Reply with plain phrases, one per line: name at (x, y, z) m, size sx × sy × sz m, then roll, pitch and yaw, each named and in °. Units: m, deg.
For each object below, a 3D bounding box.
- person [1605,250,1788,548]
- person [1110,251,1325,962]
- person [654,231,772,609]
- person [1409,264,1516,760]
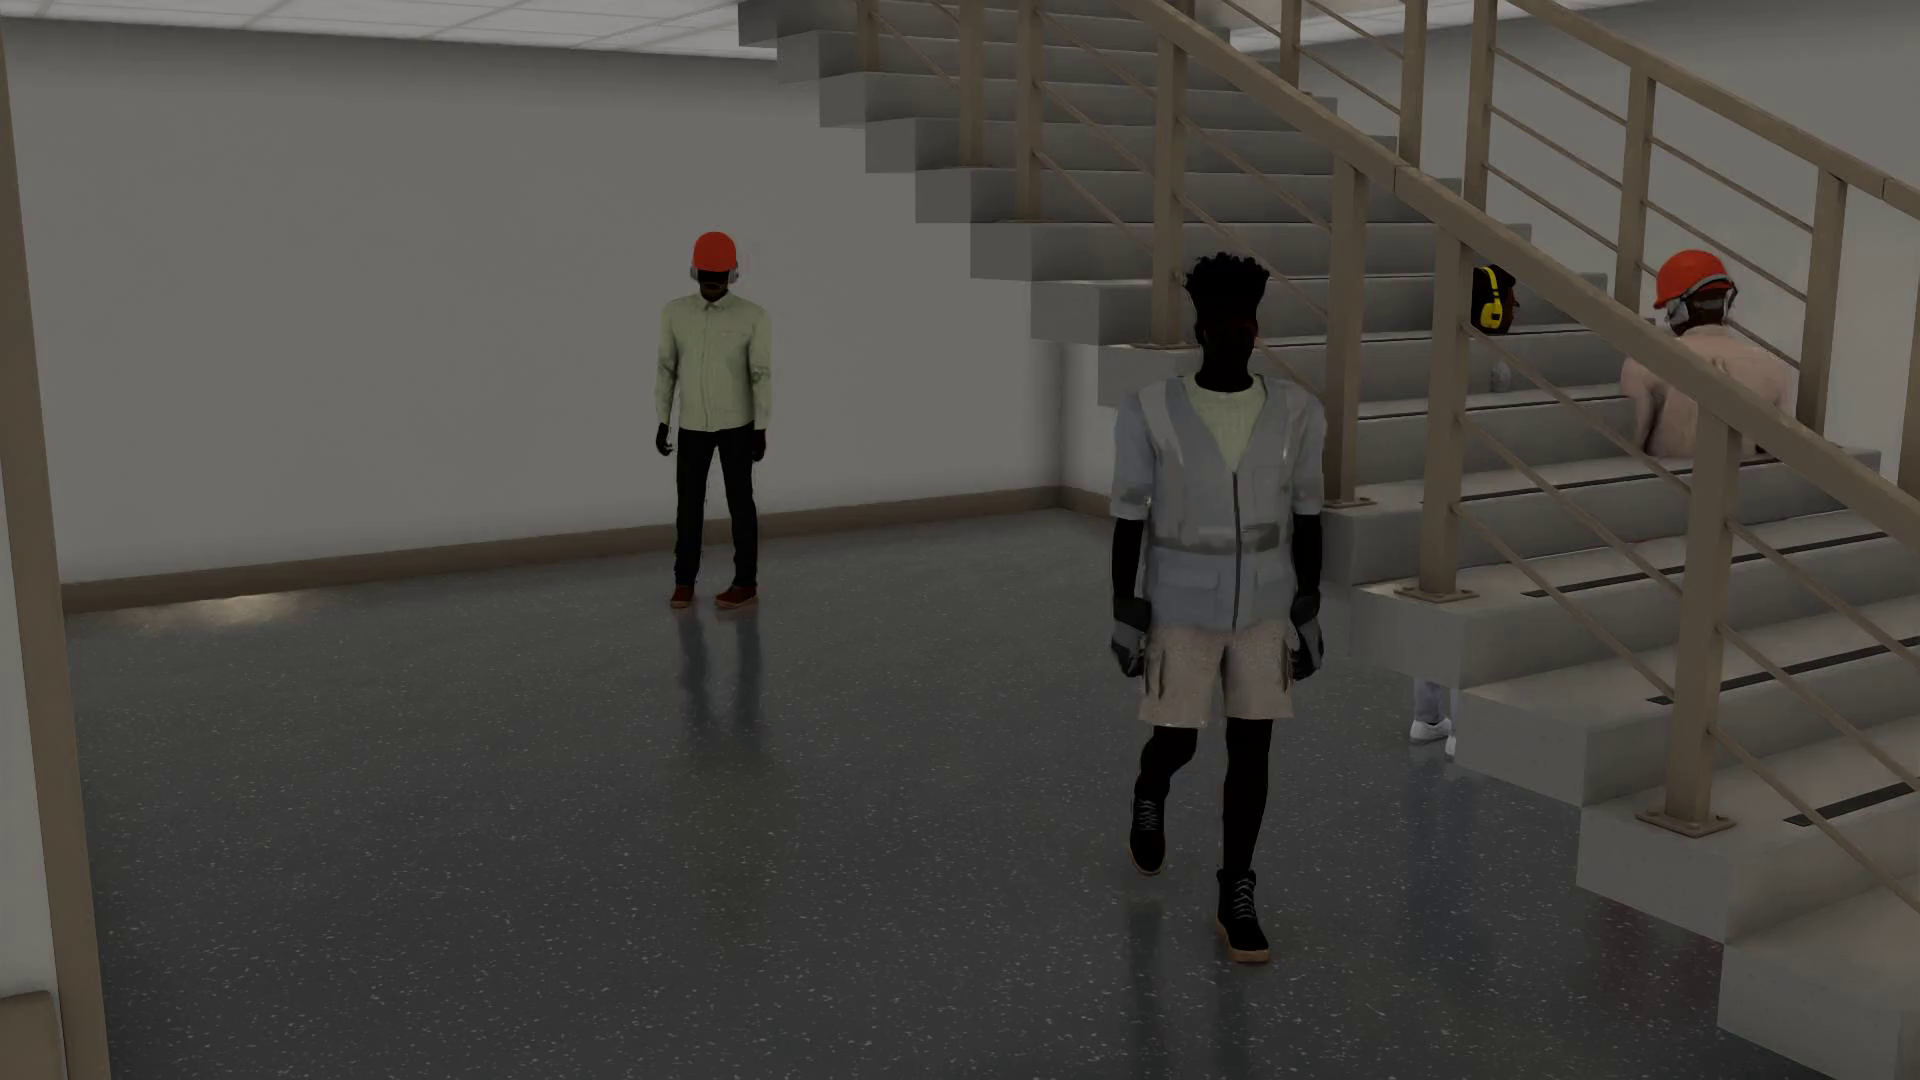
person at (2.630, -0.064, 6.007) m, size 0.632 × 1.916 × 0.947 m, roll 0°, pitch 11°, yaw 1°
person at (0.717, 0.165, 4.717) m, size 0.617 × 1.945 × 0.669 m, roll -1°, pitch 11°, yaw -8°
person at (-1.307, -0.621, 8.763) m, size 0.650 × 1.981 × 0.436 m, roll 1°, pitch 11°, yaw 7°
person at (1.939, -0.099, 6.314) m, size 0.328 × 1.872 × 0.514 m, roll -3°, pitch 11°, yaw -18°
